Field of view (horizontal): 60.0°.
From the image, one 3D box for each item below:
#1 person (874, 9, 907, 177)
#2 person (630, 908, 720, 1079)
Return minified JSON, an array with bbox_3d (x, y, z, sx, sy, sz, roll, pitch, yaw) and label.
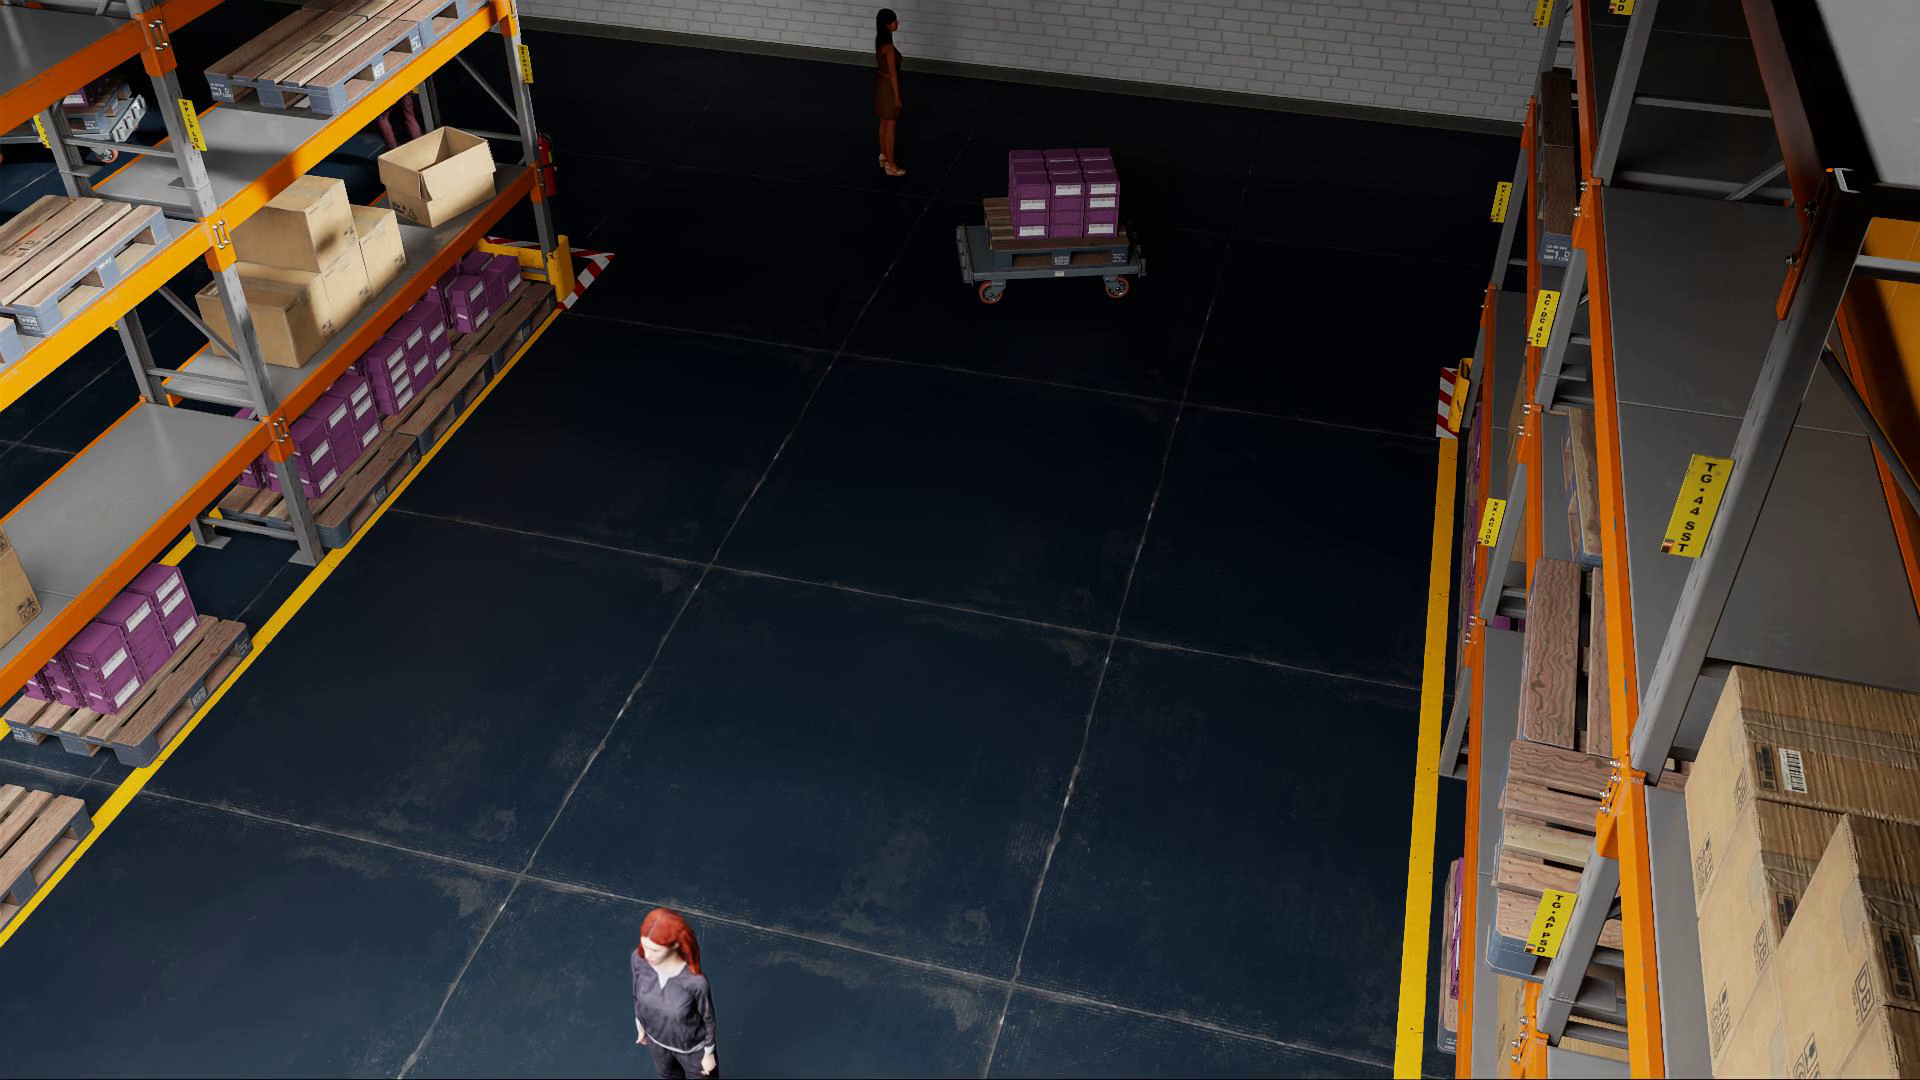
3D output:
[{"bbox_3d":[-0.713,-4.481,16.630,0.699,1.690,0.602,-11,40,-13],"label":"person"},{"bbox_3d":[-1.345,2.379,7.969,0.605,1.780,0.548,16,41,19],"label":"person"}]
